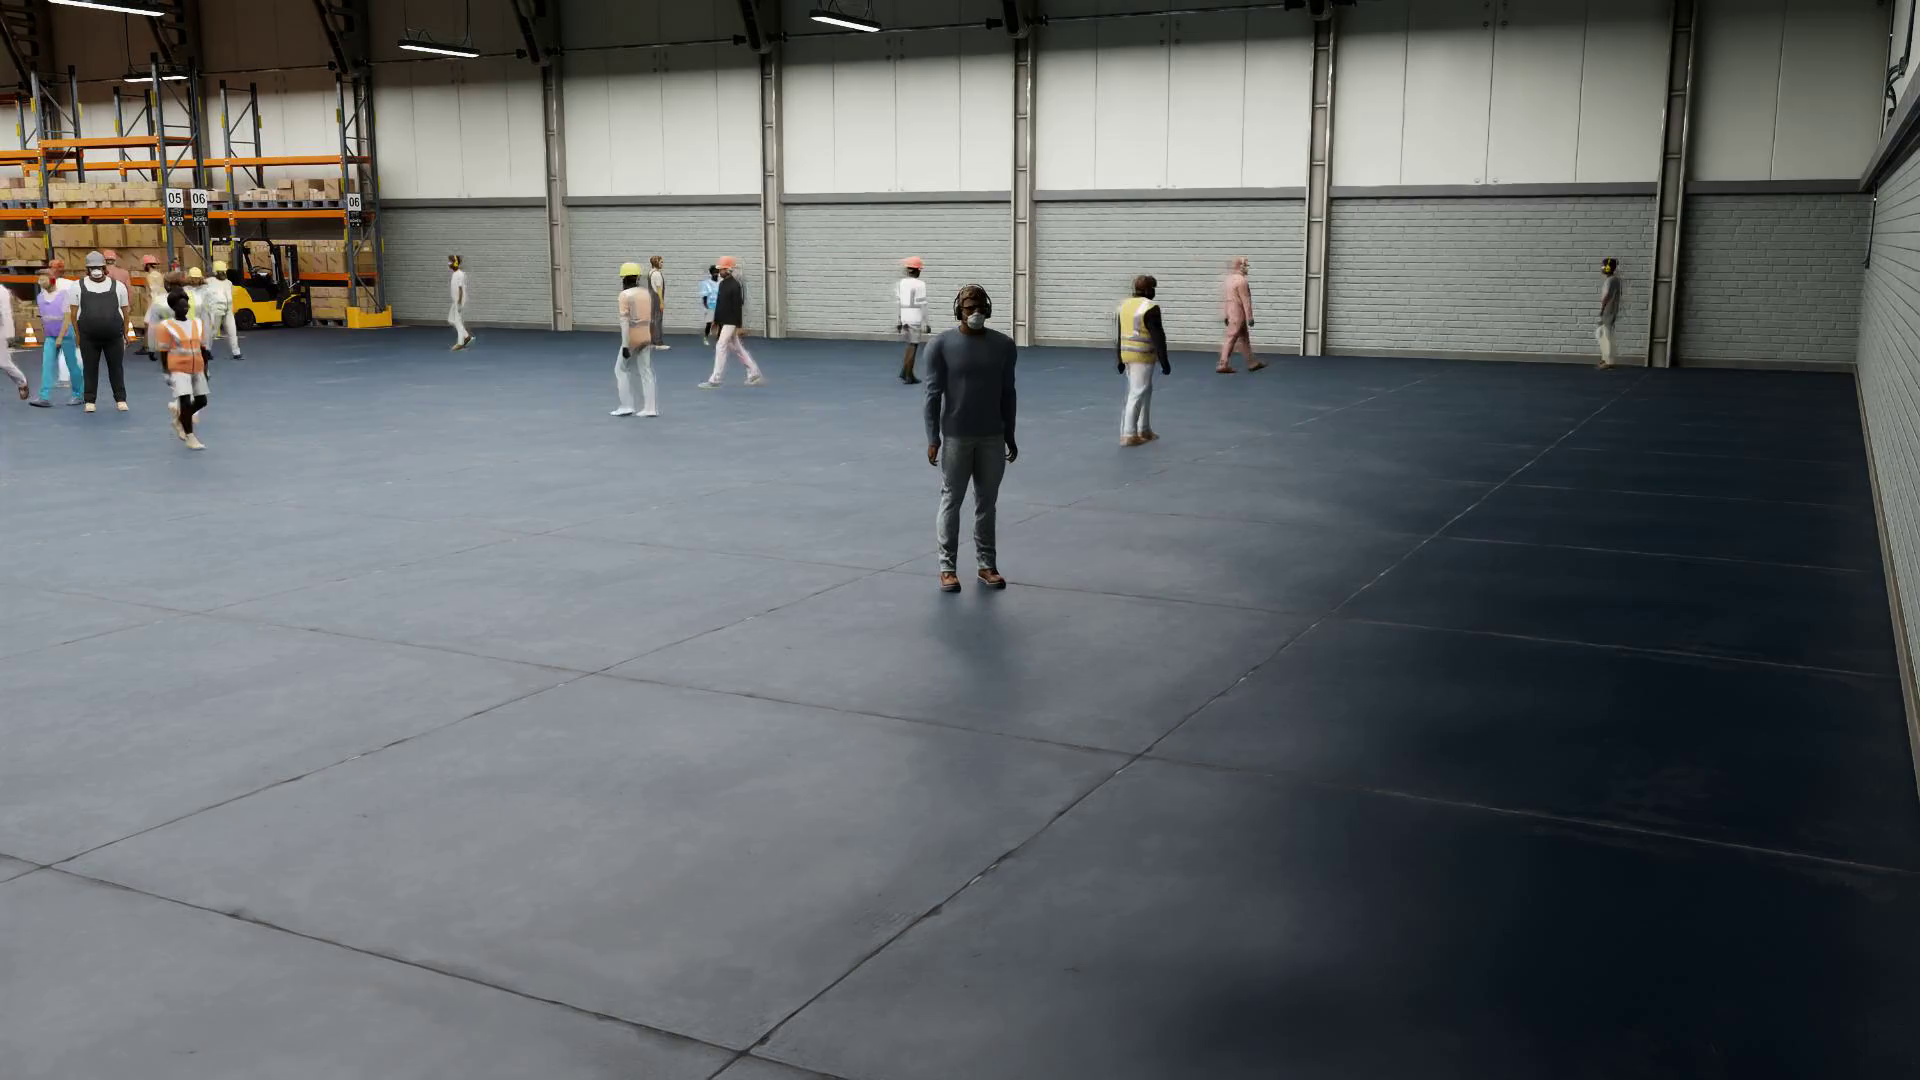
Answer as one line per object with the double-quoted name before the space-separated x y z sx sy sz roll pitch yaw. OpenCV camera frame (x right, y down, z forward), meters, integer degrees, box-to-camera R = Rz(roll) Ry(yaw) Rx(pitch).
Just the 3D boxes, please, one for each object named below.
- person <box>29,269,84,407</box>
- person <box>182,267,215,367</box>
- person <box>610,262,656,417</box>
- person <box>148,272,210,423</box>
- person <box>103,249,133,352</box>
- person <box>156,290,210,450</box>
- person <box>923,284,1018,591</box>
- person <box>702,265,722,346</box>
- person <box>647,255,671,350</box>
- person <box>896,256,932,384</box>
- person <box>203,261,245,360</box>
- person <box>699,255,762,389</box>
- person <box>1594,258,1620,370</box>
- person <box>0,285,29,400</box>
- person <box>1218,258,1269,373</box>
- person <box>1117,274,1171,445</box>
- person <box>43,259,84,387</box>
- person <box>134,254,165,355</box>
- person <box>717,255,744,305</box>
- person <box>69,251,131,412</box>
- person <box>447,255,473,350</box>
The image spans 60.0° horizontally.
"person" -11.840 -2.622 21.694 0.554 1.792 0.917 2 11 13
"person" -12.275 -3.523 26.799 0.510 1.724 0.469 -5 11 -23
"person" -4.070 -2.467 20.572 0.722 1.898 0.611 5 12 27
"person" -9.481 -2.327 20.098 0.941 1.791 0.657 8 13 38
"person" -15.892 -4.463 31.258 0.623 1.978 0.743 -4 11 -21
"person" -8.173 -1.787 17.466 0.570 1.676 0.540 6 12 31
"person" 0.076 -0.647 10.550 0.636 1.938 0.358 -4 11 -21
"person" -4.832 -4.572 32.646 0.529 1.674 0.646 -5 12 -26
"person" -5.959 -4.669 32.737 0.345 1.847 0.504 -7 13 -34
"person" -0.701 -3.312 25.127 0.452 1.919 0.557 -9 14 -41
"person" -13.333 -4.127 29.922 0.904 1.797 0.580 6 12 31
"person" -3.378 -3.214 24.535 1.006 1.954 0.624 -5 11 -24
"person" 10.774 -3.775 27.822 0.492 1.856 0.551 7 13 34
"person" -12.731 -2.697 21.919 0.688 1.880 0.712 1 10 5
"person" 4.659 -3.651 27.102 0.945 1.865 0.670 -1 10 -5
"person" 2.025 -1.927 17.852 0.723 1.817 0.641 -5 11 -23
"person" -13.277 -3.201 24.626 0.337 1.882 0.584 4 11 21
"person" -15.039 -4.414 31.244 0.987 1.894 0.560 0 10 -2
"person" -4.929 -5.155 35.489 0.645 1.807 0.848 -1 10 -8
"person" -10.936 -2.651 21.199 0.675 2.000 0.537 -6 12 -30
"person" -9.884 -4.667 32.679 0.413 1.860 0.544 -6 12 -28
